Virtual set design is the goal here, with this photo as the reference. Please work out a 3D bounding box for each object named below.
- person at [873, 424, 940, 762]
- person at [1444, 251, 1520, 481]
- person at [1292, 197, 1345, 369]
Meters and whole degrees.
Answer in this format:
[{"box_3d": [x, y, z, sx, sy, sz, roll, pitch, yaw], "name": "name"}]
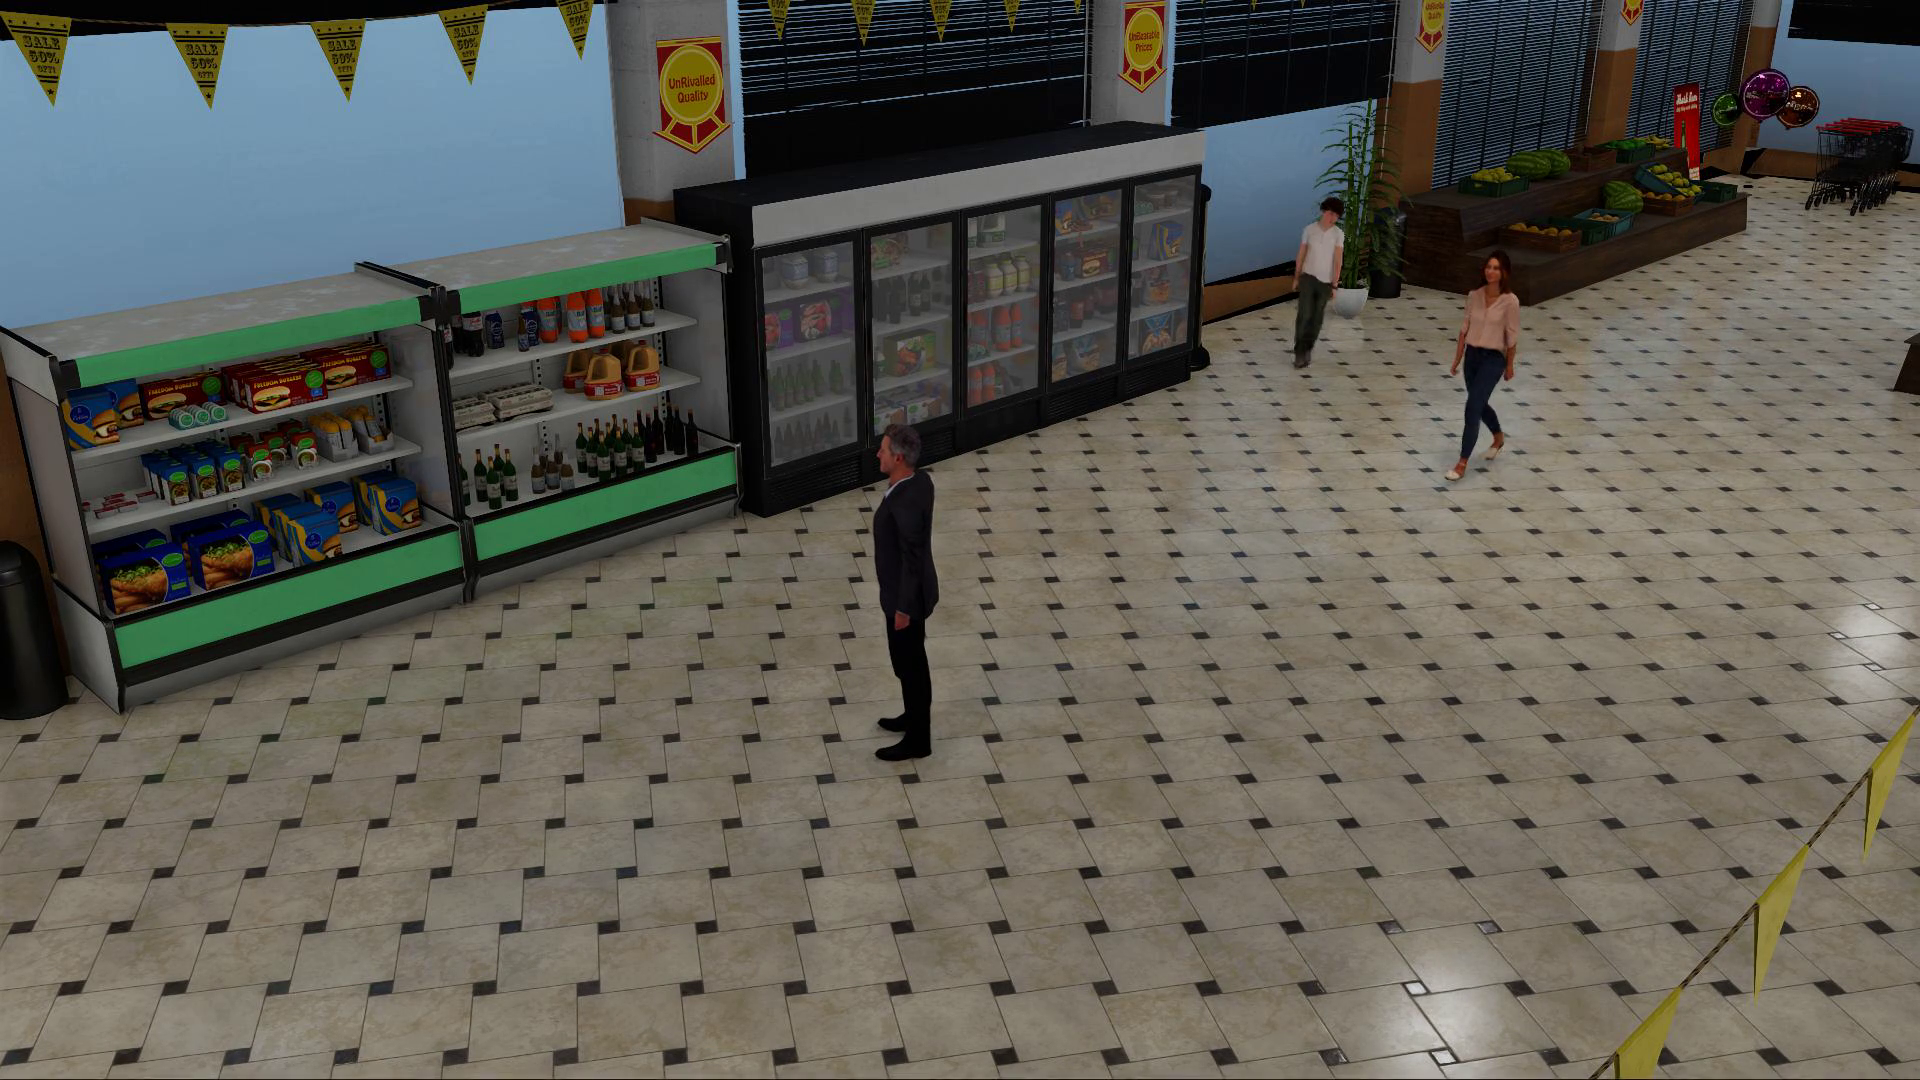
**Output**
[{"box_3d": [-0.288, 0.263, 8.752, 0.853, 1.839, 0.789, 0, 22, 1], "name": "person"}, {"box_3d": [4.117, -1.371, 12.933, 1.144, 1.754, 0.642, -18, 28, -37], "name": "person"}, {"box_3d": [3.366, -2.450, 15.794, 0.822, 1.623, 0.920, 9, 24, 21], "name": "person"}]
